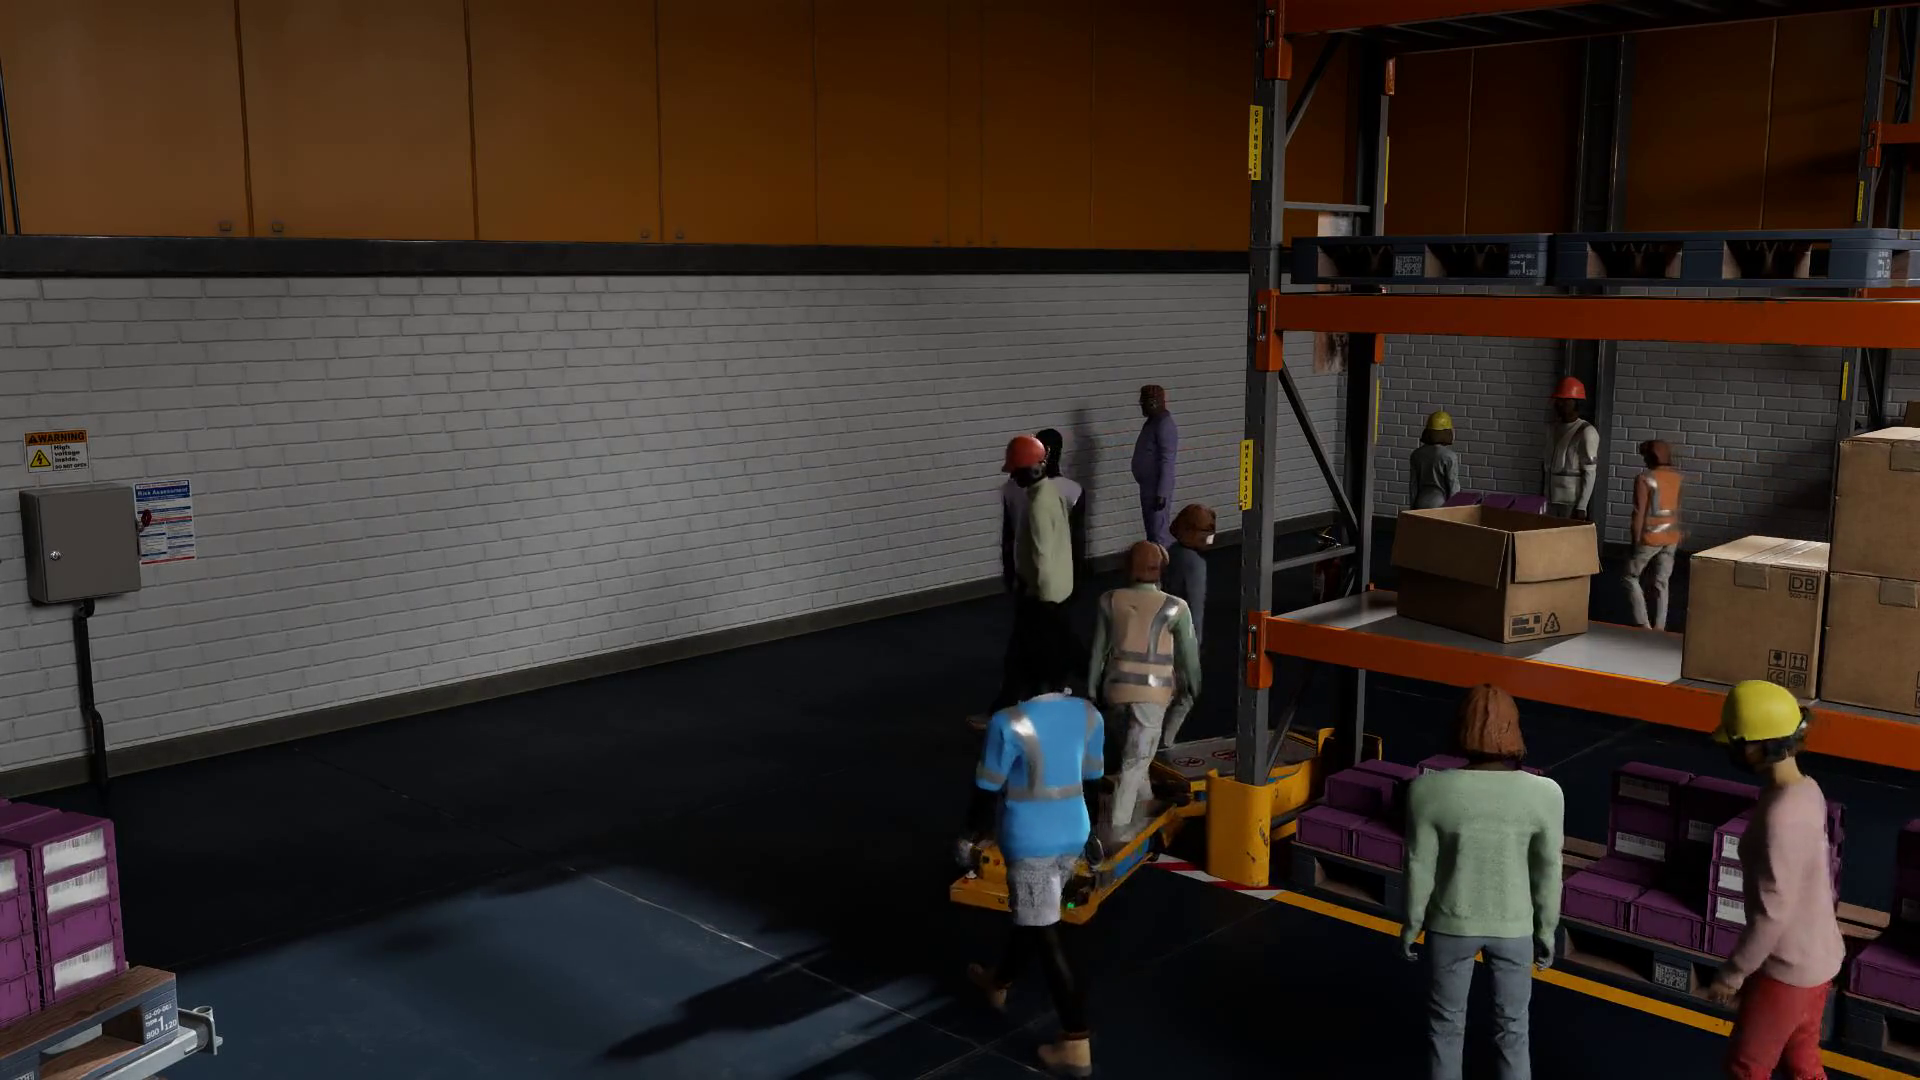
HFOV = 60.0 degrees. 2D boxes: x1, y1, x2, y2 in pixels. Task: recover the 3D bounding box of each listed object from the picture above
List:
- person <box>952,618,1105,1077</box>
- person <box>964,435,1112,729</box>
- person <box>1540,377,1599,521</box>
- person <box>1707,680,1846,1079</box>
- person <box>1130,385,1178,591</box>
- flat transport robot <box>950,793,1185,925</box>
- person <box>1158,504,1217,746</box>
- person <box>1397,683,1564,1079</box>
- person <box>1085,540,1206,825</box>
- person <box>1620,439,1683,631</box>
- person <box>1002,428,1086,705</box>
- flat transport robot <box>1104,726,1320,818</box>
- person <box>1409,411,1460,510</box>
[{"bbox_3d":[0.249,1.114,6.257,0.541,1.649,0.839,-9,13,-43],"label":"person"},{"bbox_3d":[0.567,0.293,10.494,1.023,1.923,0.633,2,10,14],"label":"person"},{"bbox_3d":[5.102,-0.355,14.072,0.366,2.048,0.608,-3,10,-18],"label":"person"},{"bbox_3d":[2.489,1.296,5.066,0.476,1.751,0.568,6,11,33],"label":"person"},{"bbox_3d":[1.761,-0.467,15.202,0.403,1.901,0.651,-1,9,-5],"label":"person"},{"bbox_3d":[0.559,1.498,8.139,0.652,0.197,1.431,5,10,26],"label":"flat transport robot"},{"bbox_3d":[1.271,0.583,9.640,0.371,1.614,0.607,-3,10,-15],"label":"person"},{"bbox_3d":[1.674,1.269,5.377,0.507,1.631,0.268,1,9,7],"label":"person"},{"bbox_3d":[0.926,0.795,8.384,0.537,1.583,0.860,7,11,36],"label":"person"},{"bbox_3d":[5.449,0.018,13.073,0.533,1.621,0.389,-4,10,-24],"label":"person"},{"bbox_3d":[0.541,0.203,11.132,0.597,1.898,0.802,3,10,20],"label":"person"},{"bbox_3d":[1.592,1.294,9.391,1.431,0.197,0.652,-5,10,-26],"label":"flat transport robot"},{"bbox_3d":[4.070,-0.233,14.252,0.294,1.744,0.486,-7,12,-38],"label":"person"}]
